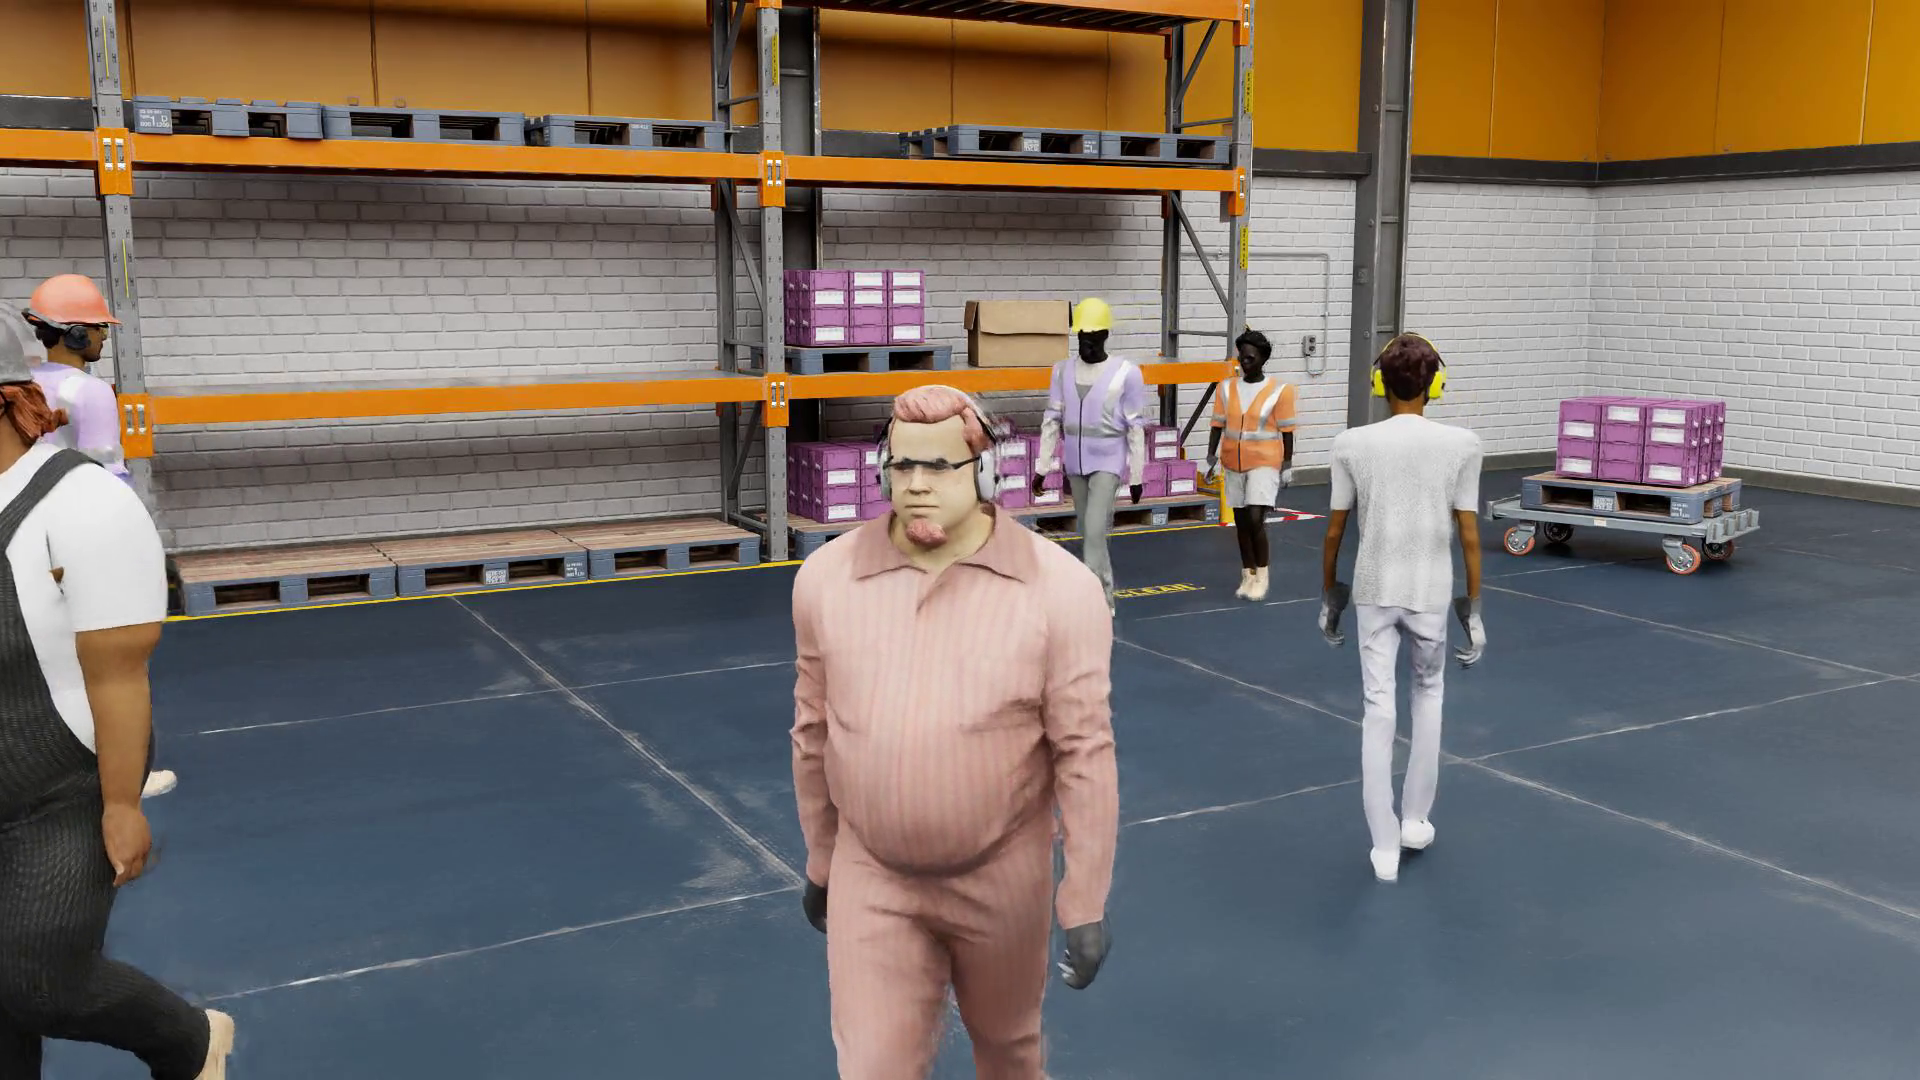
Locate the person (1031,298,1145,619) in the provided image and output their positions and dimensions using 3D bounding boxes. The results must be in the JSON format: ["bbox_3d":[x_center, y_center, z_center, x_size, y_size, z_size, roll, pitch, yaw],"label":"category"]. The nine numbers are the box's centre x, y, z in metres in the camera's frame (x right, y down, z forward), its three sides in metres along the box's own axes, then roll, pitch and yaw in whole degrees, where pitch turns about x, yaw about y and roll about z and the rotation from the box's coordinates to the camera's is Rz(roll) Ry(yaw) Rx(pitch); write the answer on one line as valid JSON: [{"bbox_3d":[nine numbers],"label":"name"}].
[{"bbox_3d":[0.683,-0.402,9.393,0.594,1.893,0.889,8,12,39],"label":"person"}]

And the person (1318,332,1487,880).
[{"bbox_3d":[1.533,0.209,5.775,0.565,1.847,0.673,3,10,15],"label":"person"}]

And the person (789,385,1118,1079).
[{"bbox_3d":[-0.018,0.623,3.249,0.661,1.862,0.985,2,9,11],"label":"person"}]

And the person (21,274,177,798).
[{"bbox_3d":[-3.382,0.004,6.446,0.615,2.043,0.373,5,11,29],"label":"person"}]

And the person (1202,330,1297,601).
[{"bbox_3d":[1.771,-0.451,10.303,0.548,1.678,0.481,7,12,38],"label":"person"}]
